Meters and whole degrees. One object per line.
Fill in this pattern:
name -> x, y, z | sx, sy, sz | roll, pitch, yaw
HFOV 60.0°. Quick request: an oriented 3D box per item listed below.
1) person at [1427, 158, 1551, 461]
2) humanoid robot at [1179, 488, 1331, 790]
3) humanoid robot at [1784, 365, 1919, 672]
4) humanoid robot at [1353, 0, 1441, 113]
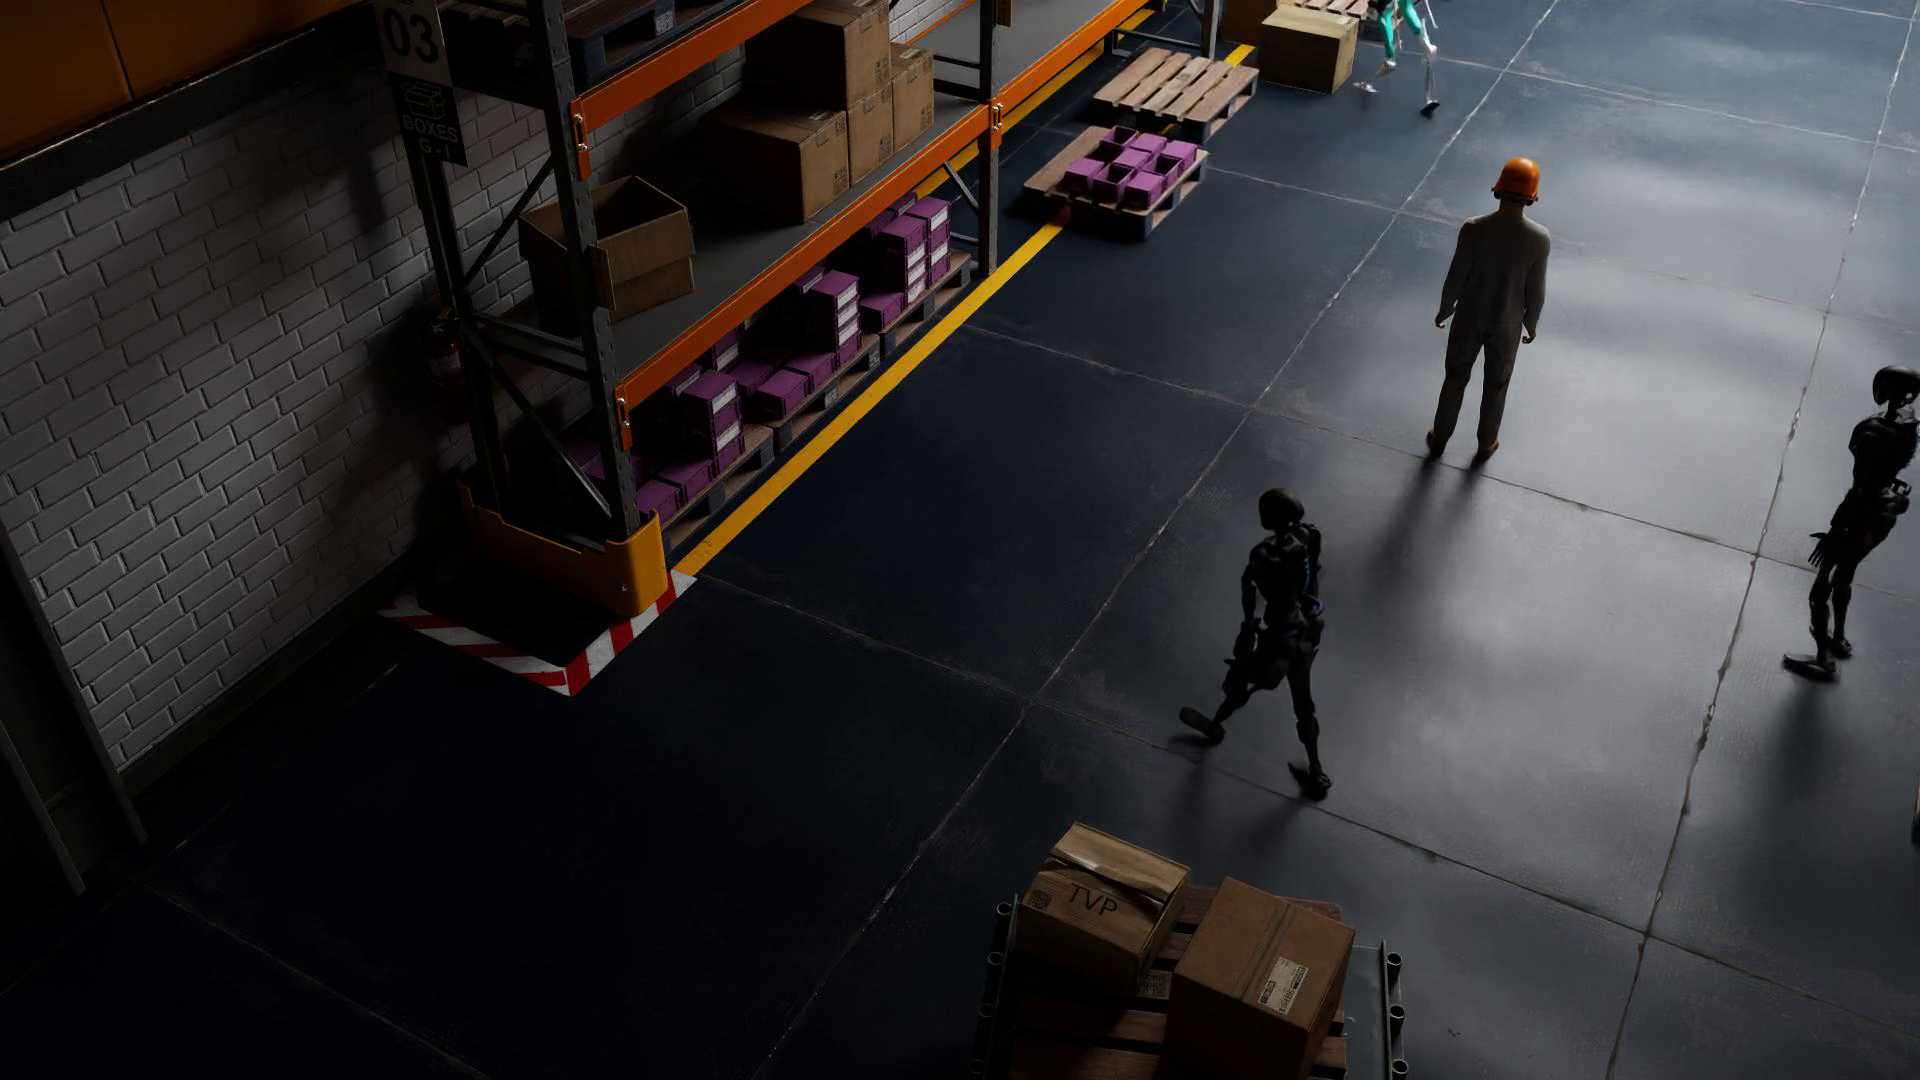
person -> 3.033, -1.299, 9.544 | 0.567, 1.897, 0.359 | 11, 40, 14
humanoid robot -> 1.442, 0.418, 7.606 | 0.615, 1.614, 0.792 | -31, 48, -33
humanoid robot -> 4.485, -0.110, 8.237 | 0.614, 1.630, 0.421 | -29, 47, -32
humanoid robot -> 3.698, -4.326, 13.489 | 0.541, 1.790, 0.978 | -19, 42, -22
